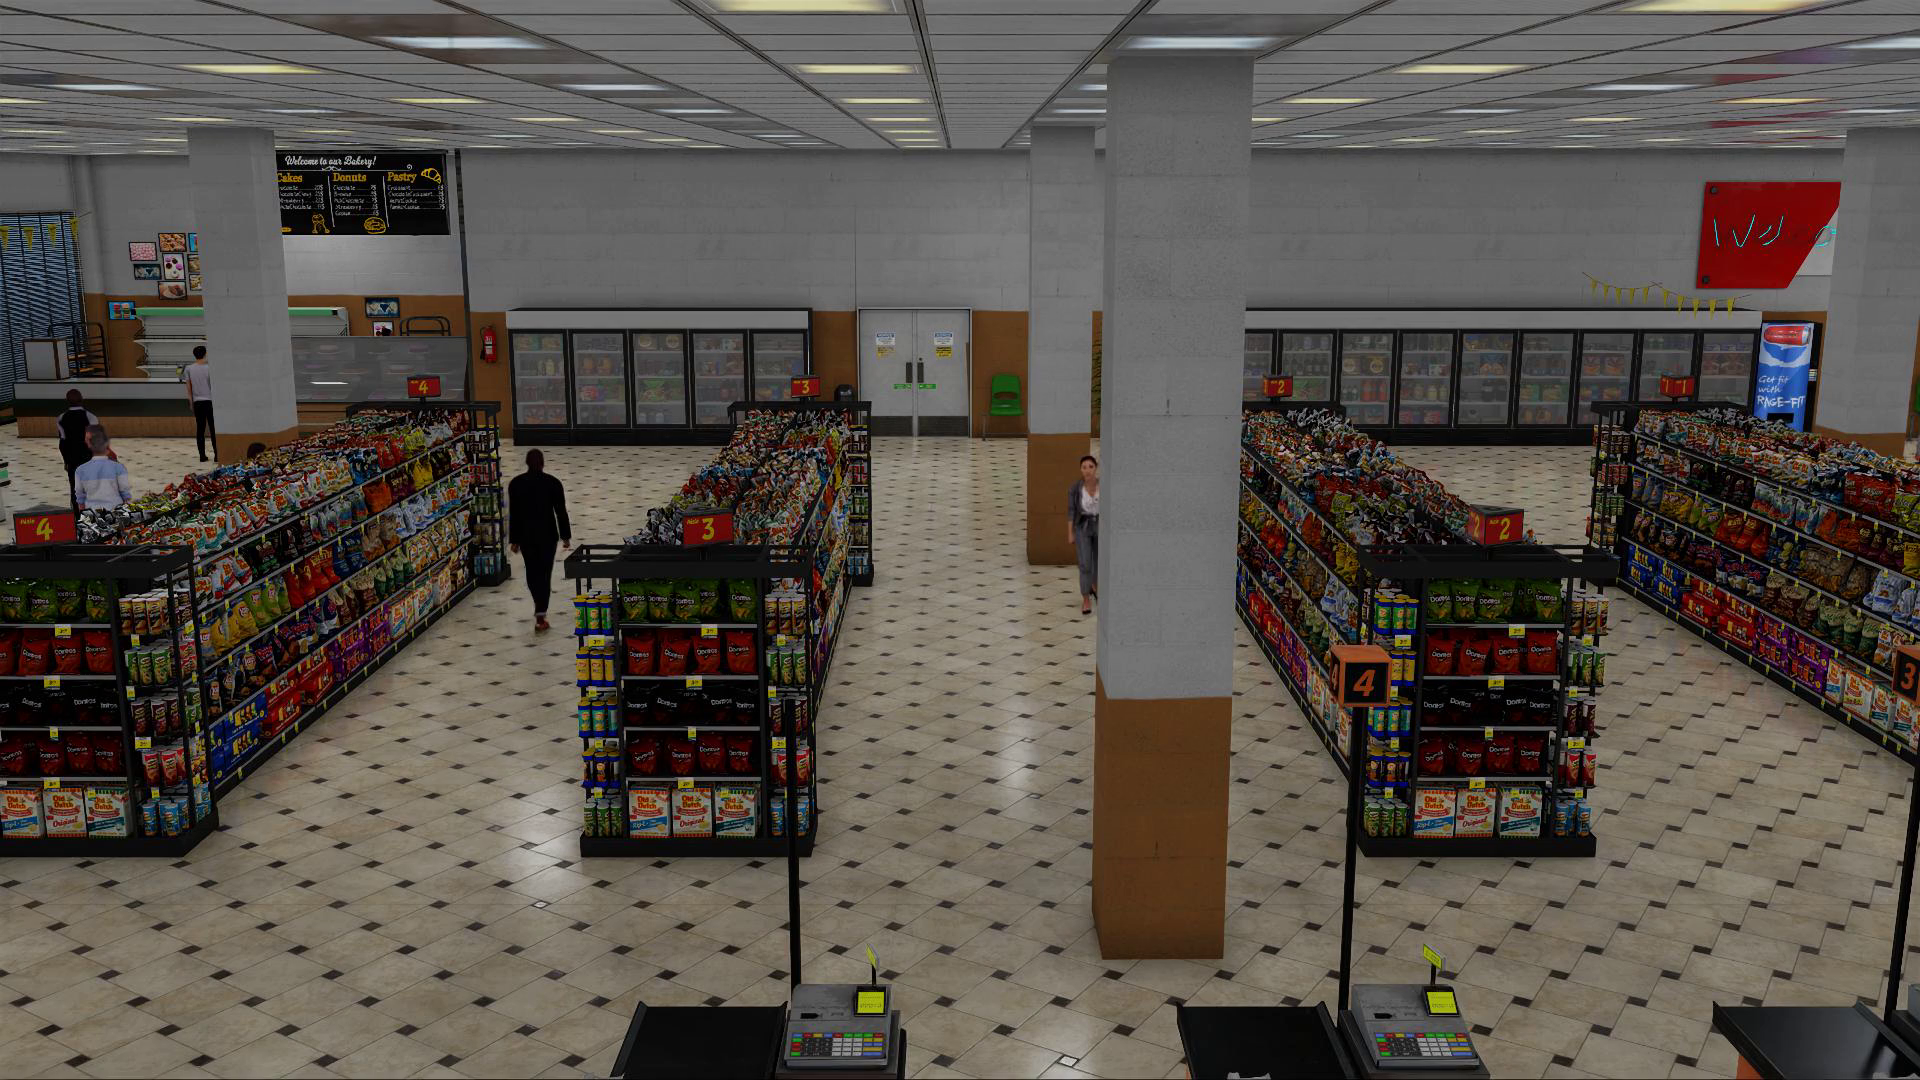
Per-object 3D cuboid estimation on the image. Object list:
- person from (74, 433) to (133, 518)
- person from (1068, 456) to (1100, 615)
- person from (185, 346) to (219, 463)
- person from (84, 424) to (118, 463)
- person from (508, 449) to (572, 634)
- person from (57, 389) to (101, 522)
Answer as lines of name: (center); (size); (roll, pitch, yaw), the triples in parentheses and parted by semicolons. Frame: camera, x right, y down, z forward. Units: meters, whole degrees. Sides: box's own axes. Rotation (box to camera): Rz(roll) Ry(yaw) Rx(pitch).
person: (-8.978, -0.218, 17.500); (0.742, 1.825, 0.651); (-3, 12, -14)
person: (1.361, -0.062, 17.188); (0.648, 1.650, 0.821); (-2, 12, -7)
person: (-12.169, -2.195, 26.797); (0.659, 1.864, 0.537); (0, 12, -1)
person: (-9.247, -0.375, 18.266); (0.884, 1.817, 0.762); (-4, 13, -19)
person: (-4.187, 0.036, 16.417); (0.732, 1.774, 1.131); (0, 12, 1)
person: (-11.315, -1.047, 21.431); (0.681, 1.828, 0.596); (-2, 12, -8)
